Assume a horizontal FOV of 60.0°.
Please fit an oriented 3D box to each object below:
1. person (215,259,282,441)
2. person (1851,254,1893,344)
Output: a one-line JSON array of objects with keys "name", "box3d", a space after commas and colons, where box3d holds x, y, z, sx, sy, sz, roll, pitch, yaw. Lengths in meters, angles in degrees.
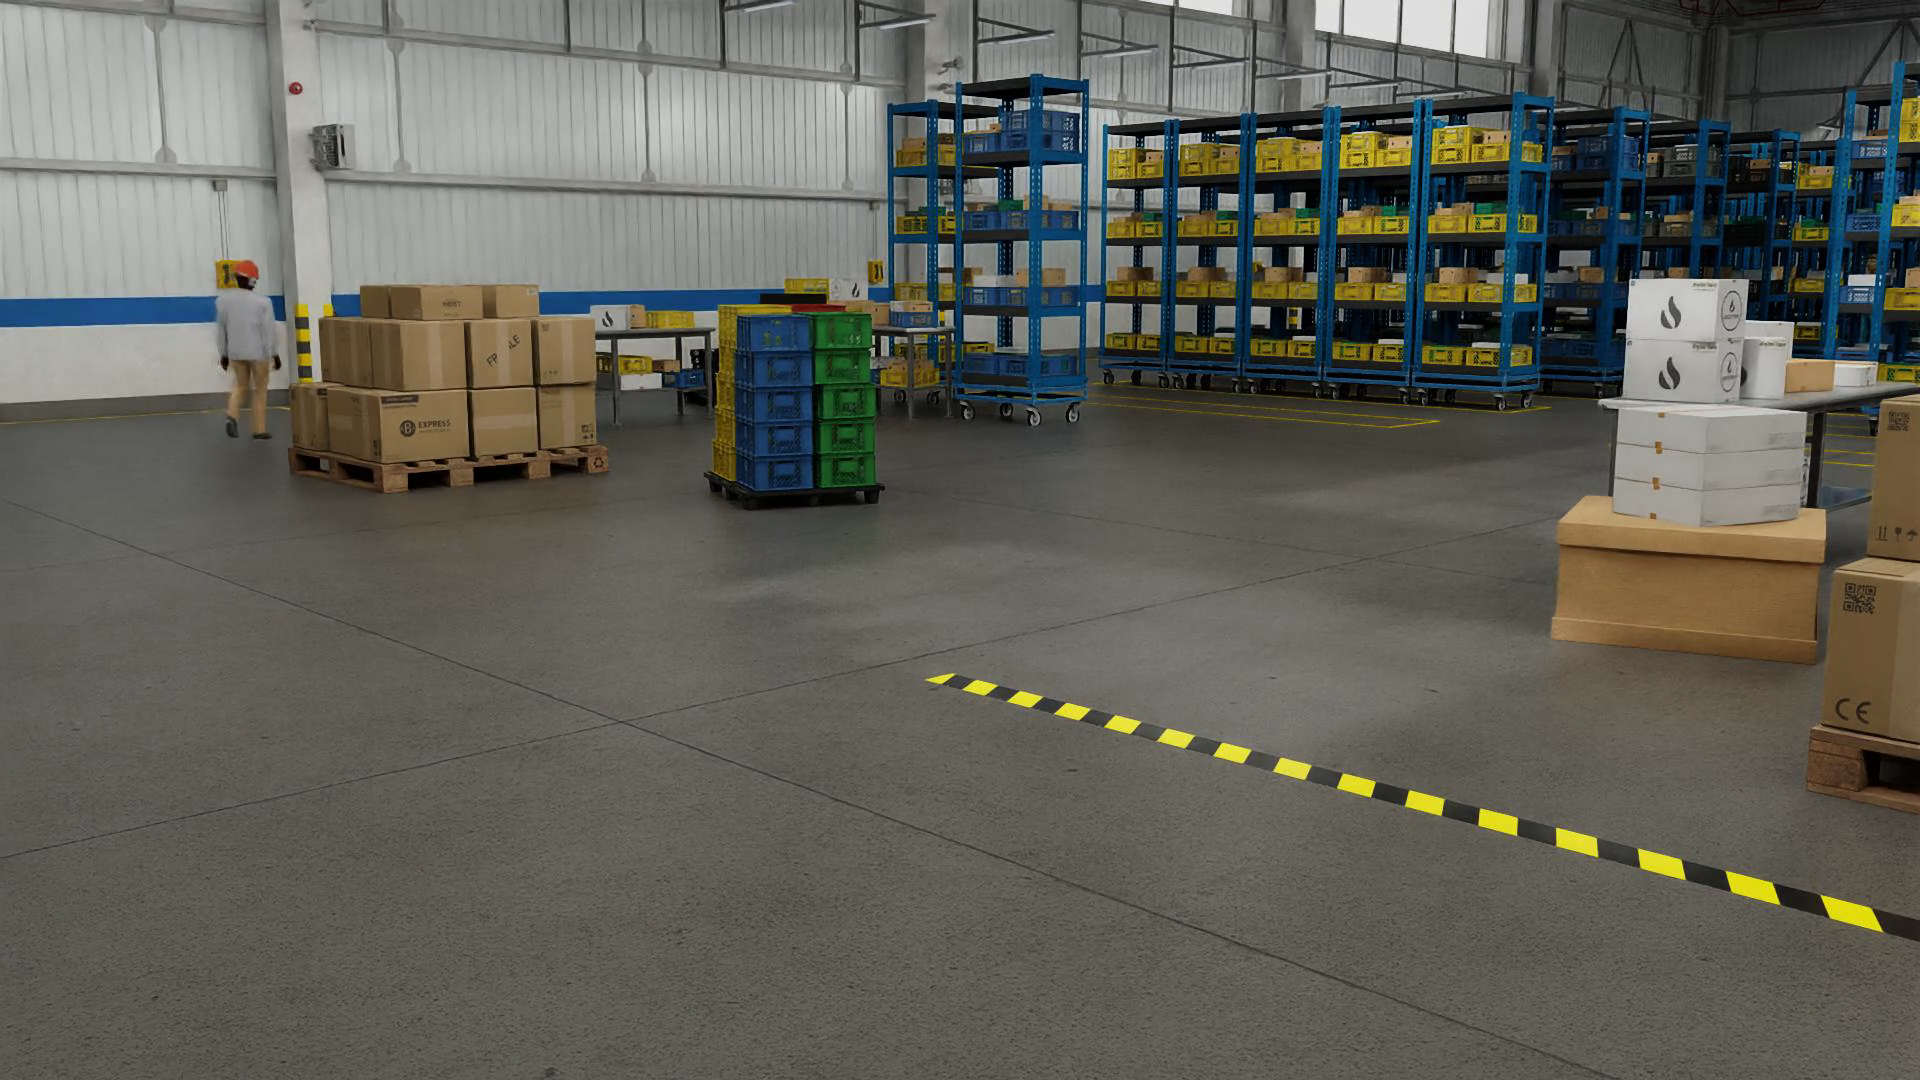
[{"name": "person", "box3d": [-6.797, -1.803, 15.886, 0.568, 1.734, 0.424, 1, 10, 8]}, {"name": "person", "box3d": [14.515, -3.625, 26.512, 0.382, 1.845, 0.571, -6, 11, -33]}]
